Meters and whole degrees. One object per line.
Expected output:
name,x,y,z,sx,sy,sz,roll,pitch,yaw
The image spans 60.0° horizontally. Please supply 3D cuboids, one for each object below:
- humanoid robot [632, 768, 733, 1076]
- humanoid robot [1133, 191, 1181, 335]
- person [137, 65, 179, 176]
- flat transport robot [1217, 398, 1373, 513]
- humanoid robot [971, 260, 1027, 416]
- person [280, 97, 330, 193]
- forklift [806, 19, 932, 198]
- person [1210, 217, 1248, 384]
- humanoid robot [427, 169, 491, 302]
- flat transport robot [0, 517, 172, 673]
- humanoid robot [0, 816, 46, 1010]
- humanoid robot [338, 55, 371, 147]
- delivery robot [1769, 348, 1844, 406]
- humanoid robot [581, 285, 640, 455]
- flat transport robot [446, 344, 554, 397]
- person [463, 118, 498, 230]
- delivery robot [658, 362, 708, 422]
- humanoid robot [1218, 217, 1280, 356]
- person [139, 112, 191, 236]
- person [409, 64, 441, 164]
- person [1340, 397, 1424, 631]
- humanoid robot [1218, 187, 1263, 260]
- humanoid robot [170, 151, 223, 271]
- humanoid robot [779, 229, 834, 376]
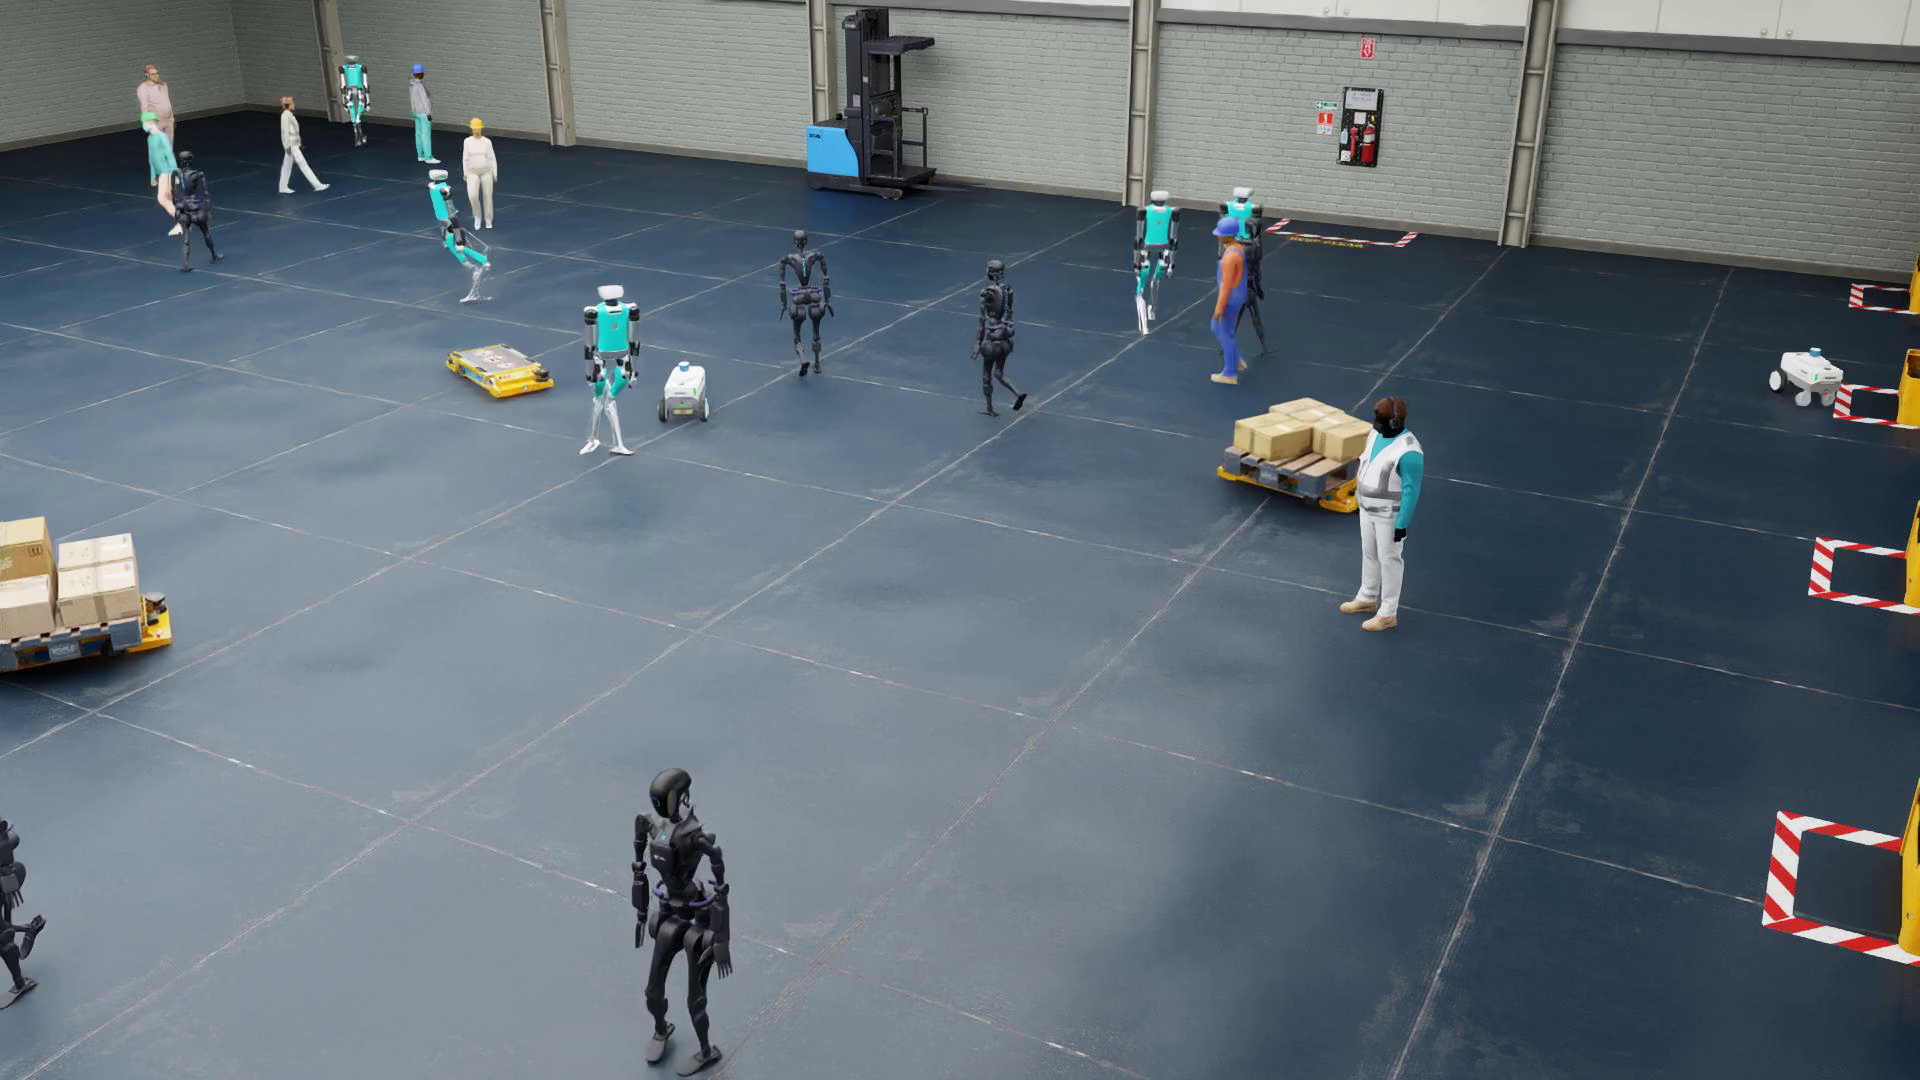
humanoid robot,-1.333,1.855,8.066,0.589,1.648,0.338,11,26,25
humanoid robot,2.350,-3.453,20.390,0.552,1.790,0.949,-1,23,-1
person,-14.047,-7.367,29.240,0.409,1.906,0.653,8,25,19
flat transport robot,3.186,-0.588,15.531,1.431,0.231,0.659,20,30,39
humanoid robot,0.410,-2.067,17.206,0.503,1.644,0.615,17,29,34
person,-11.111,-6.608,27.855,0.847,1.588,0.536,-6,24,-13
forklift,-1.573,-7.292,27.850,1.873,2.768,1.129,12,26,25
person,2.924,-2.607,18.182,0.433,1.887,0.566,8,25,19
humanoid robot,-6.335,-3.833,21.356,0.792,1.891,0.532,-18,29,-35
flat transport robot,-6.697,0.741,12.437,1.431,0.231,0.659,-11,26,-24
humanoid robot,-5.010,1.621,8.617,0.600,1.646,0.480,10,25,22
humanoid robot,-11.511,-8.289,31.612,0.530,1.722,1.046,-2,23,-5
delivery robot,9.159,-1.774,17.955,0.499,0.614,0.785,-2,23,-5
humanoid robot,-3.451,-1.678,16.198,0.589,1.768,0.883,-10,25,-23
flat transport robot,-5.160,-1.903,18.594,0.659,0.231,1.431,-17,29,-34
person,-7.297,-5.557,25.296,0.516,1.677,0.495,-6,24,-13
delivery robot,-2.878,-1.548,17.421,0.499,0.608,0.797,0,23,-1
humanoid robot,3.360,-2.883,19.108,0.690,1.635,0.603,14,27,30
person,-11.908,-5.467,24.926,0.463,1.823,0.617,-20,30,-38
person,-9.826,-7.782,30.371,0.358,1.776,0.542,-19,30,-37
person,3.213,-0.210,12.663,0.429,1.839,0.633,-7,24,-16
humanoid robot,3.527,-3.564,20.663,0.535,1.772,1.029,10,25,21
humanoid robot,-10.717,-4.597,23.164,0.593,1.617,0.834,3,23,6
humanoid robot,-1.693,-2.629,18.502,0.610,1.643,0.498,-7,24,-15
